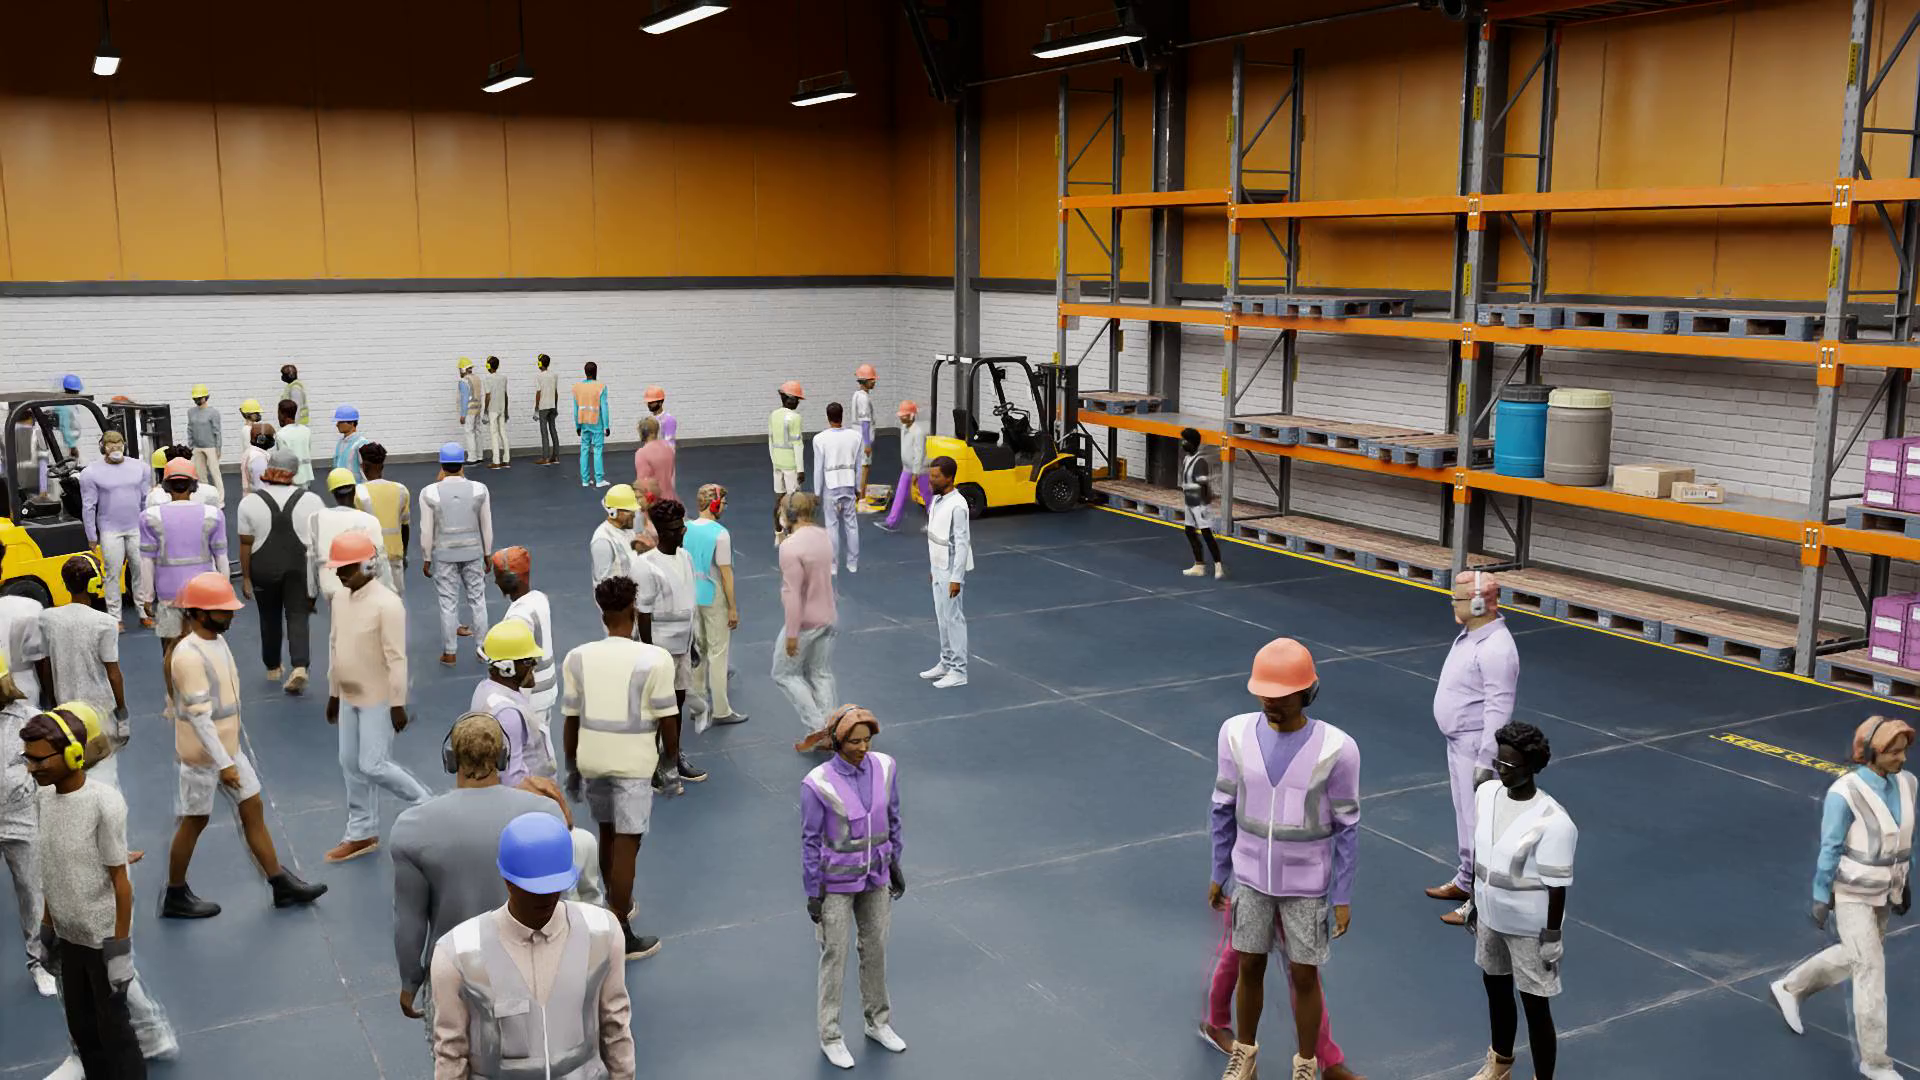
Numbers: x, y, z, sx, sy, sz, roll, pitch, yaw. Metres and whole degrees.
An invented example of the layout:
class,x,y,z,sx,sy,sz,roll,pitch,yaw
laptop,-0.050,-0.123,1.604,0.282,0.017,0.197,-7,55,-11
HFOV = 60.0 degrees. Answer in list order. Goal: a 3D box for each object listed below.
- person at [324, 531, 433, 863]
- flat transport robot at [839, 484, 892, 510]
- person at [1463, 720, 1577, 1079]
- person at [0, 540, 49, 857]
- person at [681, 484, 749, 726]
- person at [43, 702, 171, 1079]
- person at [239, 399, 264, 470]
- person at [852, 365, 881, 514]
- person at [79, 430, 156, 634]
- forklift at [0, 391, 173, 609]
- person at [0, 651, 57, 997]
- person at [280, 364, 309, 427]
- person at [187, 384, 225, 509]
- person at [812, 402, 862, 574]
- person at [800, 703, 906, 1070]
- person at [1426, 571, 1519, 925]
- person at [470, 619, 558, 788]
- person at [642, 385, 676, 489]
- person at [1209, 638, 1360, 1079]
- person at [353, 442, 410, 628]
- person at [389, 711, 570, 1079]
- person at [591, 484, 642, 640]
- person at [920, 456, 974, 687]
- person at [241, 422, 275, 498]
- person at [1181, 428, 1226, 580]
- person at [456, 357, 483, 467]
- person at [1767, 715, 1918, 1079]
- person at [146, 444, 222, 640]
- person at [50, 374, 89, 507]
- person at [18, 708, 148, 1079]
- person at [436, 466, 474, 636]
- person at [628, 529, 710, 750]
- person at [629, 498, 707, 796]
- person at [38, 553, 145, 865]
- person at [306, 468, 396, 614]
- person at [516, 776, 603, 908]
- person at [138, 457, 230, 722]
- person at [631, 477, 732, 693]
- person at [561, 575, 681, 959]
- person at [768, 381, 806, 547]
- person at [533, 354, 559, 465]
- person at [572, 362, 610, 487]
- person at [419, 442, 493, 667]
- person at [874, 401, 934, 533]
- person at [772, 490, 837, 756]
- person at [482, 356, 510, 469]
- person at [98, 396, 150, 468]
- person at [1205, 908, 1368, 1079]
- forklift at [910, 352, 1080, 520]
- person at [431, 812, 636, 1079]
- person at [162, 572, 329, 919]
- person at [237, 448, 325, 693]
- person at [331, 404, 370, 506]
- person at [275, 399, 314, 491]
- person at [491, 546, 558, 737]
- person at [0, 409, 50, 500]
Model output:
class,x,y,z,sx,sy,sz,roll,pitch,yaw
person,-3.480,0.910,9.814,0.616,1.971,0.564,8,13,39
flat transport robot,-1.338,-0.615,23.492,0.652,0.197,1.431,0,10,1
person,2.291,1.566,6.871,0.321,1.693,0.540,-4,11,-23
person,-5.606,0.946,9.677,0.627,1.948,0.456,-4,11,-21
person,-1.906,0.492,12.617,0.564,1.837,0.388,9,14,43
person,-3.738,1.504,7.150,0.507,1.700,0.538,-5,11,-25
person,-8.737,-0.860,20.605,0.310,1.769,0.523,-3,10,-19
person,-1.281,-1.381,22.828,0.411,2.040,0.628,-2,10,-13
person,-7.902,-0.081,15.660,0.636,1.930,0.375,-10,14,-44
forklift,-9.026,-0.363,16.508,1.214,2.155,2.313,6,11,29
person,-4.570,1.357,7.919,0.485,1.740,0.304,-6,11,-30
person,-10.398,-1.829,26.000,0.430,1.831,0.641,-4,11,-22
person,-10.471,-1.279,23.054,0.530,1.761,0.339,3,10,17
person,-1.356,-0.572,18.524,0.587,1.915,0.394,-5,11,-27
person,-0.478,1.512,7.349,0.525,1.631,0.313,-8,13,-40
person,2.734,1.102,8.911,0.403,1.904,0.651,1,10,5
person,-2.157,1.283,8.075,0.404,1.830,0.603,-4,11,-23
person,-3.758,-0.960,20.720,0.544,1.930,0.388,9,14,43
person,1.309,1.394,6.839,0.615,2.038,0.395,6,11,29
person,-5.010,0.132,14.349,0.362,1.960,0.615,7,12,34
person,-1.747,1.577,6.128,0.636,1.928,0.383,-5,11,-25
person,-2.610,0.469,12.808,0.403,1.818,0.605,2,10,9
person,-0.097,0.252,13.768,0.380,1.916,0.596,-3,10,-19
person,-7.146,-0.295,17.140,0.429,1.843,0.622,-6,11,-30
person,2.670,-0.398,18.278,0.470,1.662,0.630,-2,10,-12
person,-8.200,-2.137,27.774,0.403,1.827,0.601,2,10,10
person,3.916,1.528,7.315,0.524,1.607,0.737,-5,11,-26
person,-6.570,0.162,14.142,0.607,1.966,0.373,-9,13,-42
person,-12.367,-1.352,23.088,0.761,1.885,0.637,-2,10,-11
person,-3.395,1.557,6.450,0.524,1.857,0.345,5,11,29
person,-4.736,0.081,15.568,0.279,1.632,0.502,-4,11,-23
person,-2.117,0.705,11.993,0.547,1.617,0.505,6,11,30
person,-1.934,0.694,11.083,0.368,1.966,0.603,4,11,22
person,-5.043,1.002,9.626,0.512,1.861,0.325,1,10,8
person,-4.750,0.378,13.131,0.681,1.881,0.754,2,10,11
person,-1.638,1.667,6.493,0.552,1.610,0.431,-8,13,-38
person,-5.922,0.379,12.733,0.618,2.028,0.410,-6,11,-30
person,-2.316,0.383,13.382,0.903,1.802,0.623,-1,10,-4
person,-1.753,1.158,8.578,0.622,1.928,0.692,3,10,18
person,-2.053,-0.902,20.084,0.405,2.032,0.608,-8,12,-38
person,-6.990,-2.204,28.046,0.328,1.872,0.514,6,12,32
person,-5.629,-1.763,25.397,0.587,1.911,0.397,3,10,19
person,-4.355,0.126,14.405,0.608,1.946,0.406,-5,11,-26
person,-0.644,-0.918,21.121,0.921,1.693,0.578,-6,11,-30
person,-1.092,0.606,11.743,0.447,1.915,0.705,4,11,21
person,-7.683,-2.106,27.492,0.311,1.865,0.532,6,12,32
person,-10.205,-0.834,20.260,0.982,1.828,0.600,4,11,21
person,1.387,1.564,7.160,0.504,1.578,0.889,-7,12,-34
forklift,0.460,-1.461,22.833,2.313,2.155,1.214,-5,11,-28
person,-1.284,1.752,5.077,0.605,1.939,0.416,-5,11,-27
person,-3.924,1.110,8.897,0.852,1.898,0.567,0,10,-2
person,-5.531,0.211,13.646,0.685,2.000,0.968,-4,11,-24
person,-6.553,-0.492,17.964,0.603,1.948,0.385,9,13,41
person,-7.565,-0.645,18.928,0.377,1.917,0.600,1,10,7
person,-2.555,0.963,9.795,0.351,1.875,0.574,0,10,-3
person,-10.437,-0.597,18.586,0.613,1.951,1.137,0,10,-2
